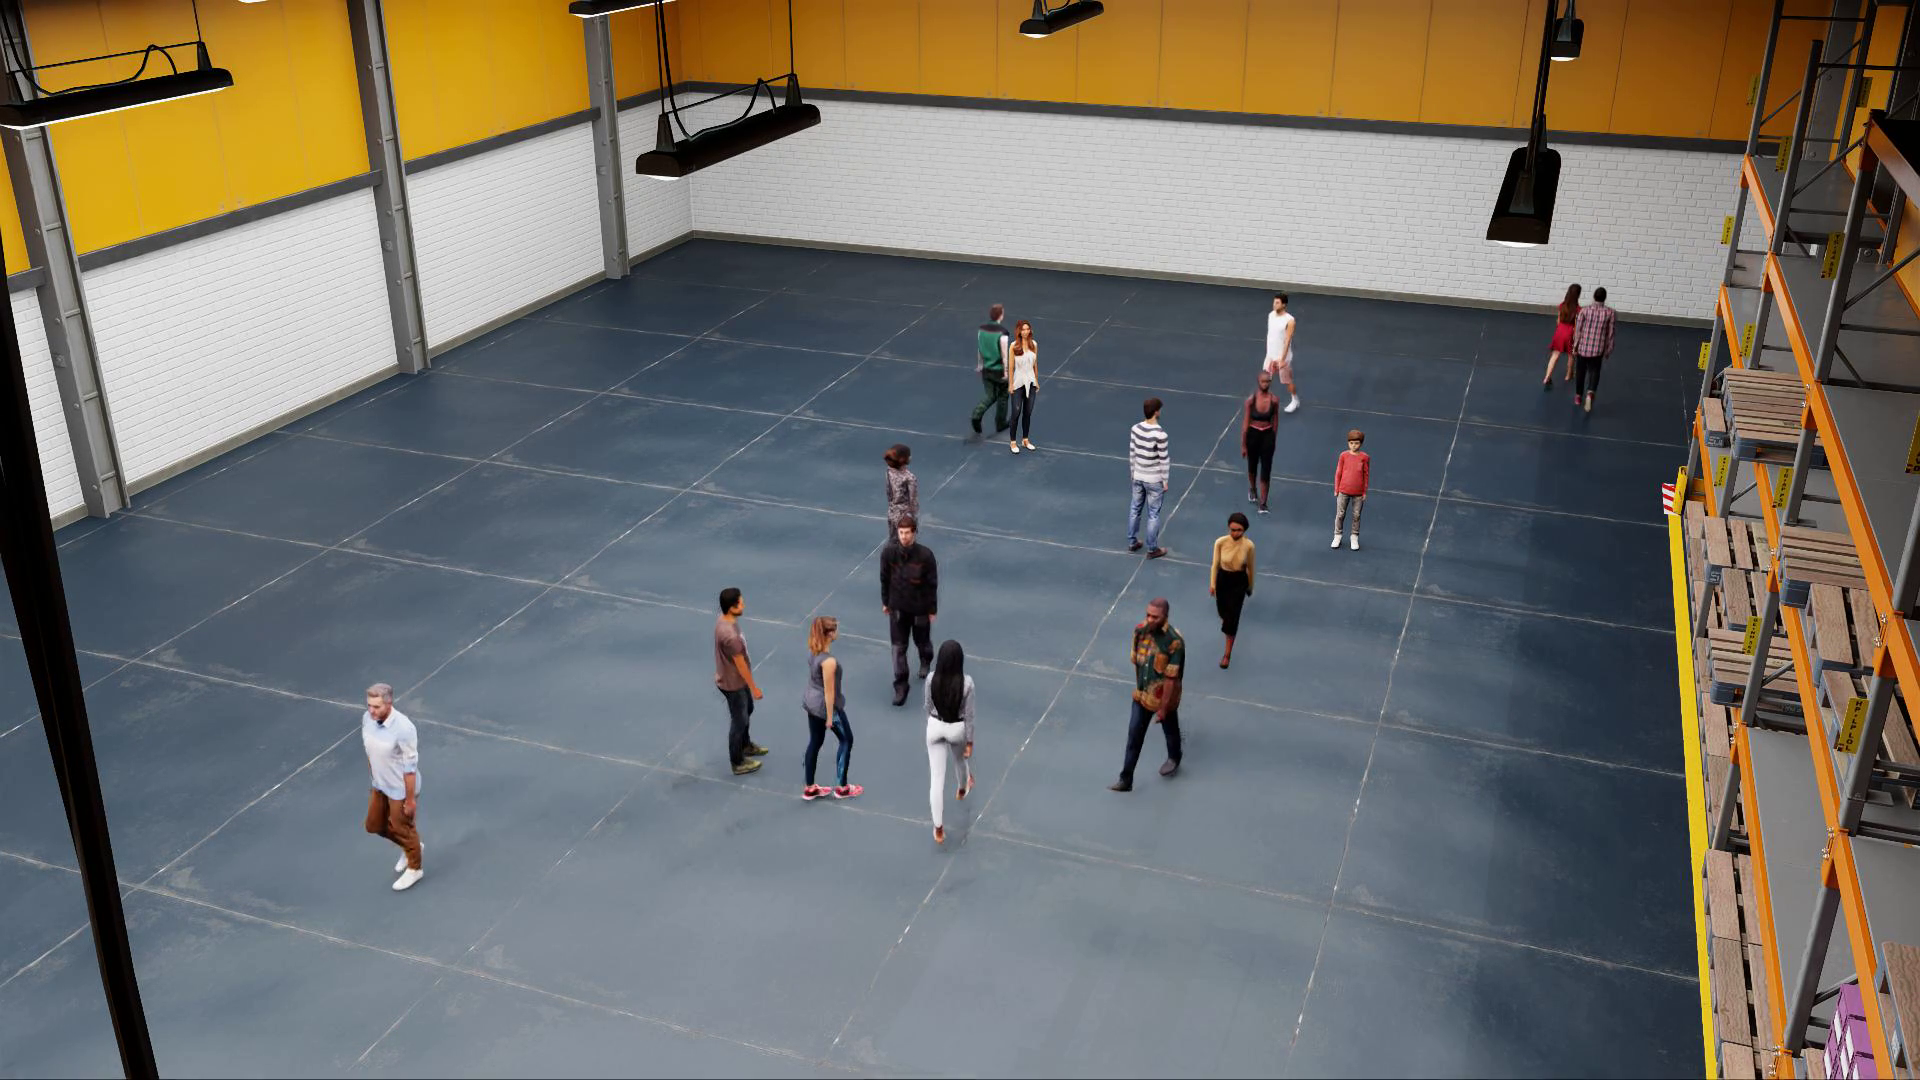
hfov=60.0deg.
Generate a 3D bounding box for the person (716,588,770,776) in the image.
[{"bbox_3d":[-2.012,1.244,14.482,0.822,1.767,0.737,-5,24,-11],"label":"person"}]

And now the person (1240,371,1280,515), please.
[{"bbox_3d":[3.621,-1.221,20.196,0.858,1.706,1.248,1,24,2],"label":"person"}]

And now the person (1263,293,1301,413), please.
[{"bbox_3d":[4.541,-2.572,23.245,1.250,1.741,1.086,-15,28,-31],"label":"person"}]

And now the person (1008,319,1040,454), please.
[{"bbox_3d":[0.827,-2.050,21.995,0.669,1.785,0.737,-12,26,-25],"label":"person"}]

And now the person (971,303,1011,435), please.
[{"bbox_3d":[0.425,-2.278,22.477,0.850,1.816,1.082,18,30,36],"label":"person"}]

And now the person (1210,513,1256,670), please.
[{"bbox_3d":[2.704,0.449,16.490,0.612,1.615,1.001,6,24,14],"label":"person"}]

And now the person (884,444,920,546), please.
[{"bbox_3d":[-0.621,-0.219,17.895,0.646,1.715,0.653,21,31,40],"label":"person"}]

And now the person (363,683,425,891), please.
[{"bbox_3d":[-4.357,1.869,13.003,0.753,1.807,0.741,14,27,30],"label":"person"}]

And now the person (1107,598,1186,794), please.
[{"bbox_3d":[1.759,1.319,14.333,0.957,1.748,1.301,18,29,35],"label":"person"}]

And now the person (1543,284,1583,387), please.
[{"bbox_3d":[8.874,-2.994,24.480,0.775,1.524,1.101,19,30,37],"label":"person"}]

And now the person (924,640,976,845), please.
[{"bbox_3d":[-0.110,1.681,13.613,0.732,1.661,1.217,4,24,9],"label":"person"}]

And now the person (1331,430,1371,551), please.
[{"bbox_3d":[4.502,-0.589,19.113,0.540,1.416,0.502,6,24,13],"label":"person"}]

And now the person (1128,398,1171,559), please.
[{"bbox_3d":[2.131,-0.713,18.856,0.716,1.849,0.663,20,30,38],"label":"person"}]

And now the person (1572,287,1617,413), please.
[{"bbox_3d":[8.914,-2.678,23.489,0.684,1.739,0.975,8,25,19],"label":"person"}]

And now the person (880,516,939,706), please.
[{"bbox_3d":[-0.449,0.614,15.874,0.863,1.806,1.185,3,24,8],"label":"person"}]

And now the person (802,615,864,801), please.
[{"bbox_3d":[-1.233,1.453,14.078,0.846,1.708,0.773,-14,27,-30],"label":"person"}]
